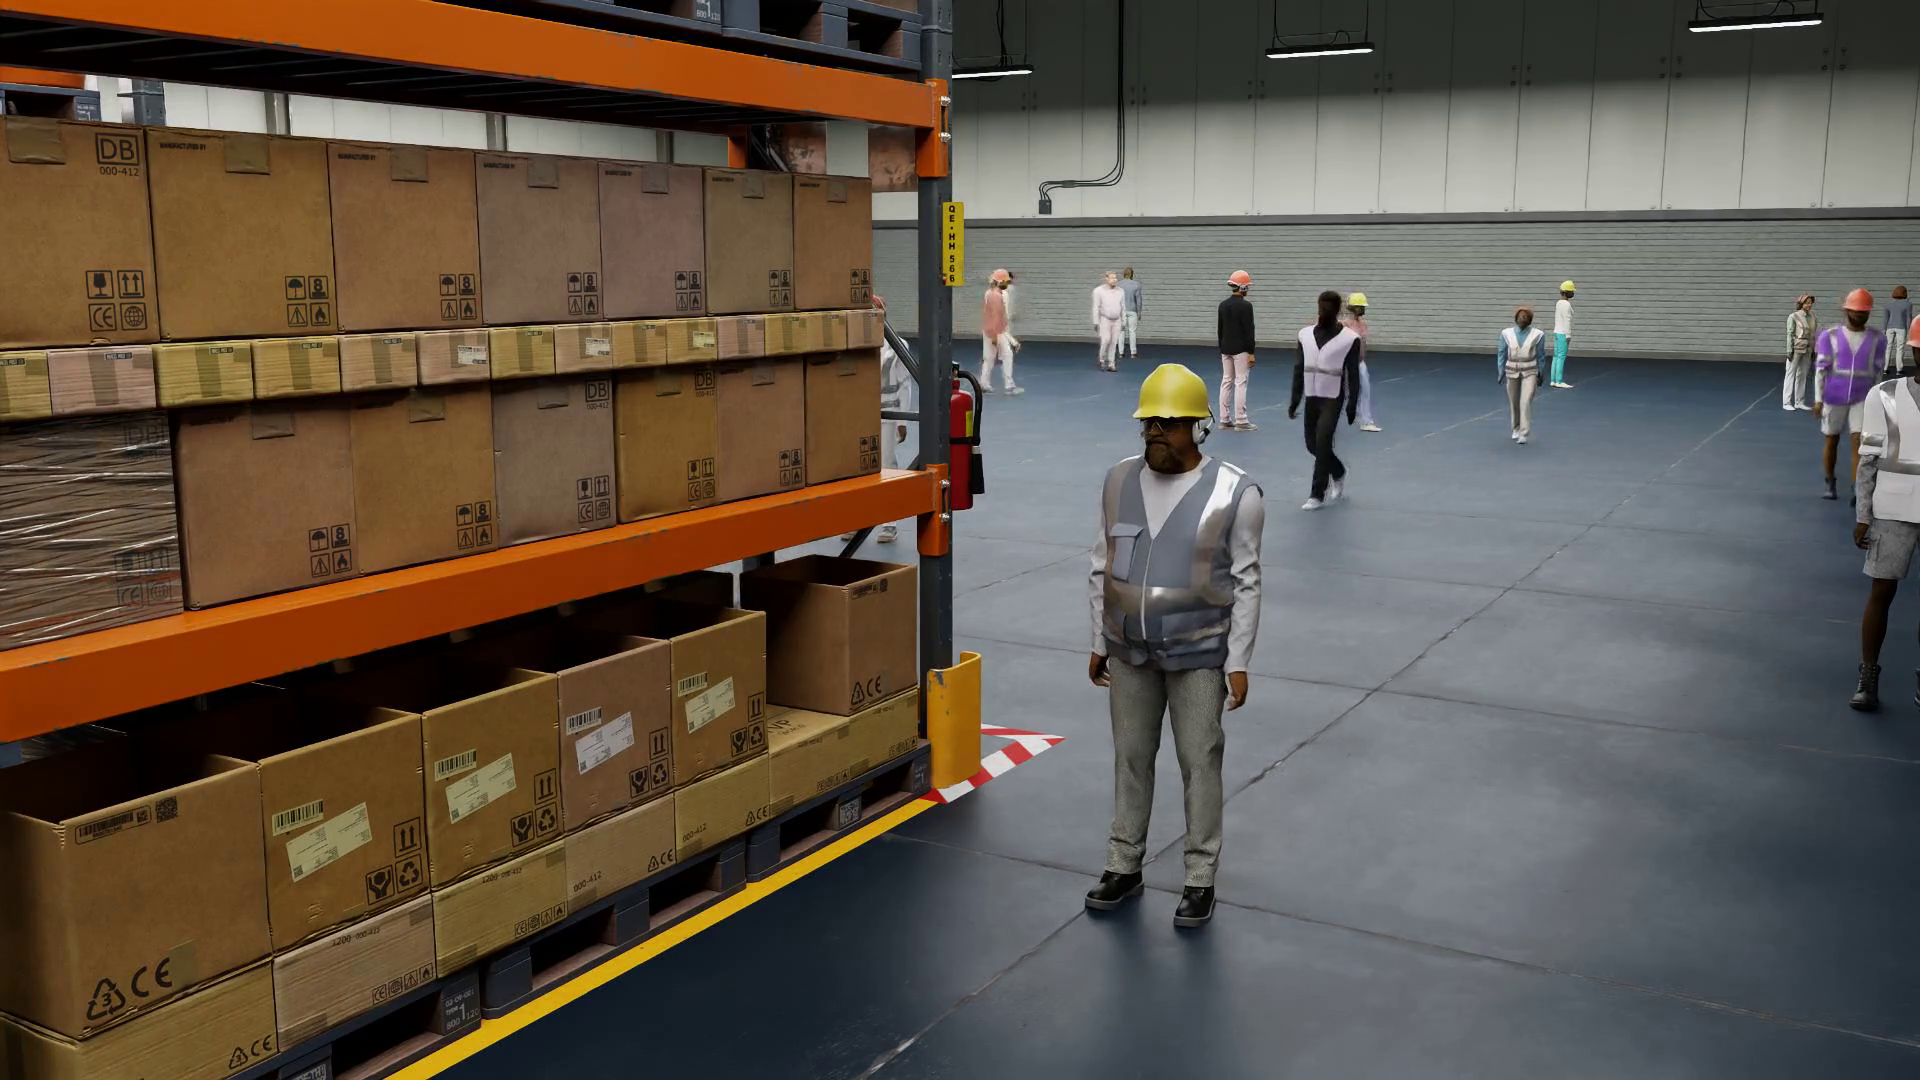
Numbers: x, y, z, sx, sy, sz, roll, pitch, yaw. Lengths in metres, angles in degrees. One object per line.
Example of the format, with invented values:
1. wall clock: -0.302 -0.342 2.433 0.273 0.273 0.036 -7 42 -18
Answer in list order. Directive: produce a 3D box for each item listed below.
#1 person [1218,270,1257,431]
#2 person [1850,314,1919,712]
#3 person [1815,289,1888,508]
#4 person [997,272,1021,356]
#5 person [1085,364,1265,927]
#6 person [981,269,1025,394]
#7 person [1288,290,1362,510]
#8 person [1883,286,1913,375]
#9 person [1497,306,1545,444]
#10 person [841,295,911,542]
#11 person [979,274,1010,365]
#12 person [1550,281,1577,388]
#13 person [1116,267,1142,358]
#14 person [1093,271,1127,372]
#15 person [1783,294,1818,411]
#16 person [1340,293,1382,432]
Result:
1. person: 3.467 -2.358 20.779 0.375 1.995 0.611 -6 12 -33
2. person: 4.547 -0.127 7.888 0.549 1.937 0.358 4 11 23
3. person: 7.780 -1.240 14.557 0.554 1.881 1.007 4 10 22
4. person: 1.059 -4.864 35.861 0.540 1.855 0.524 5 11 29
5. person: 0.678 0.343 5.437 0.588 1.835 0.403 6 11 30
6. person: 0.694 -3.252 26.084 0.837 1.961 0.643 -1 10 -3
7. person: 3.213 -1.232 14.497 0.828 1.893 0.594 -9 13 -43
8. person: 17.267 -3.862 30.641 0.286 1.633 0.499 -8 12 -38
9. person: 6.614 -1.955 19.581 0.519 1.599 0.819 5 11 26
10. person: -0.654 -0.920 12.691 0.574 1.882 0.358 4 11 23
11. person: 0.657 -4.381 33.138 0.610 1.806 0.730 7 12 36
12. person: 10.014 -3.402 27.559 0.310 1.768 0.533 0 10 2
13. person: 3.588 -4.860 35.603 0.627 1.936 0.374 4 10 22
14. person: 2.841 -4.110 31.313 0.670 1.894 0.432 -4 10 -22
15. person: 11.878 -2.646 23.504 0.514 1.641 0.309 -4 10 -22
16. person: 4.868 -2.228 20.804 0.524 1.726 0.888 -6 12 -33
